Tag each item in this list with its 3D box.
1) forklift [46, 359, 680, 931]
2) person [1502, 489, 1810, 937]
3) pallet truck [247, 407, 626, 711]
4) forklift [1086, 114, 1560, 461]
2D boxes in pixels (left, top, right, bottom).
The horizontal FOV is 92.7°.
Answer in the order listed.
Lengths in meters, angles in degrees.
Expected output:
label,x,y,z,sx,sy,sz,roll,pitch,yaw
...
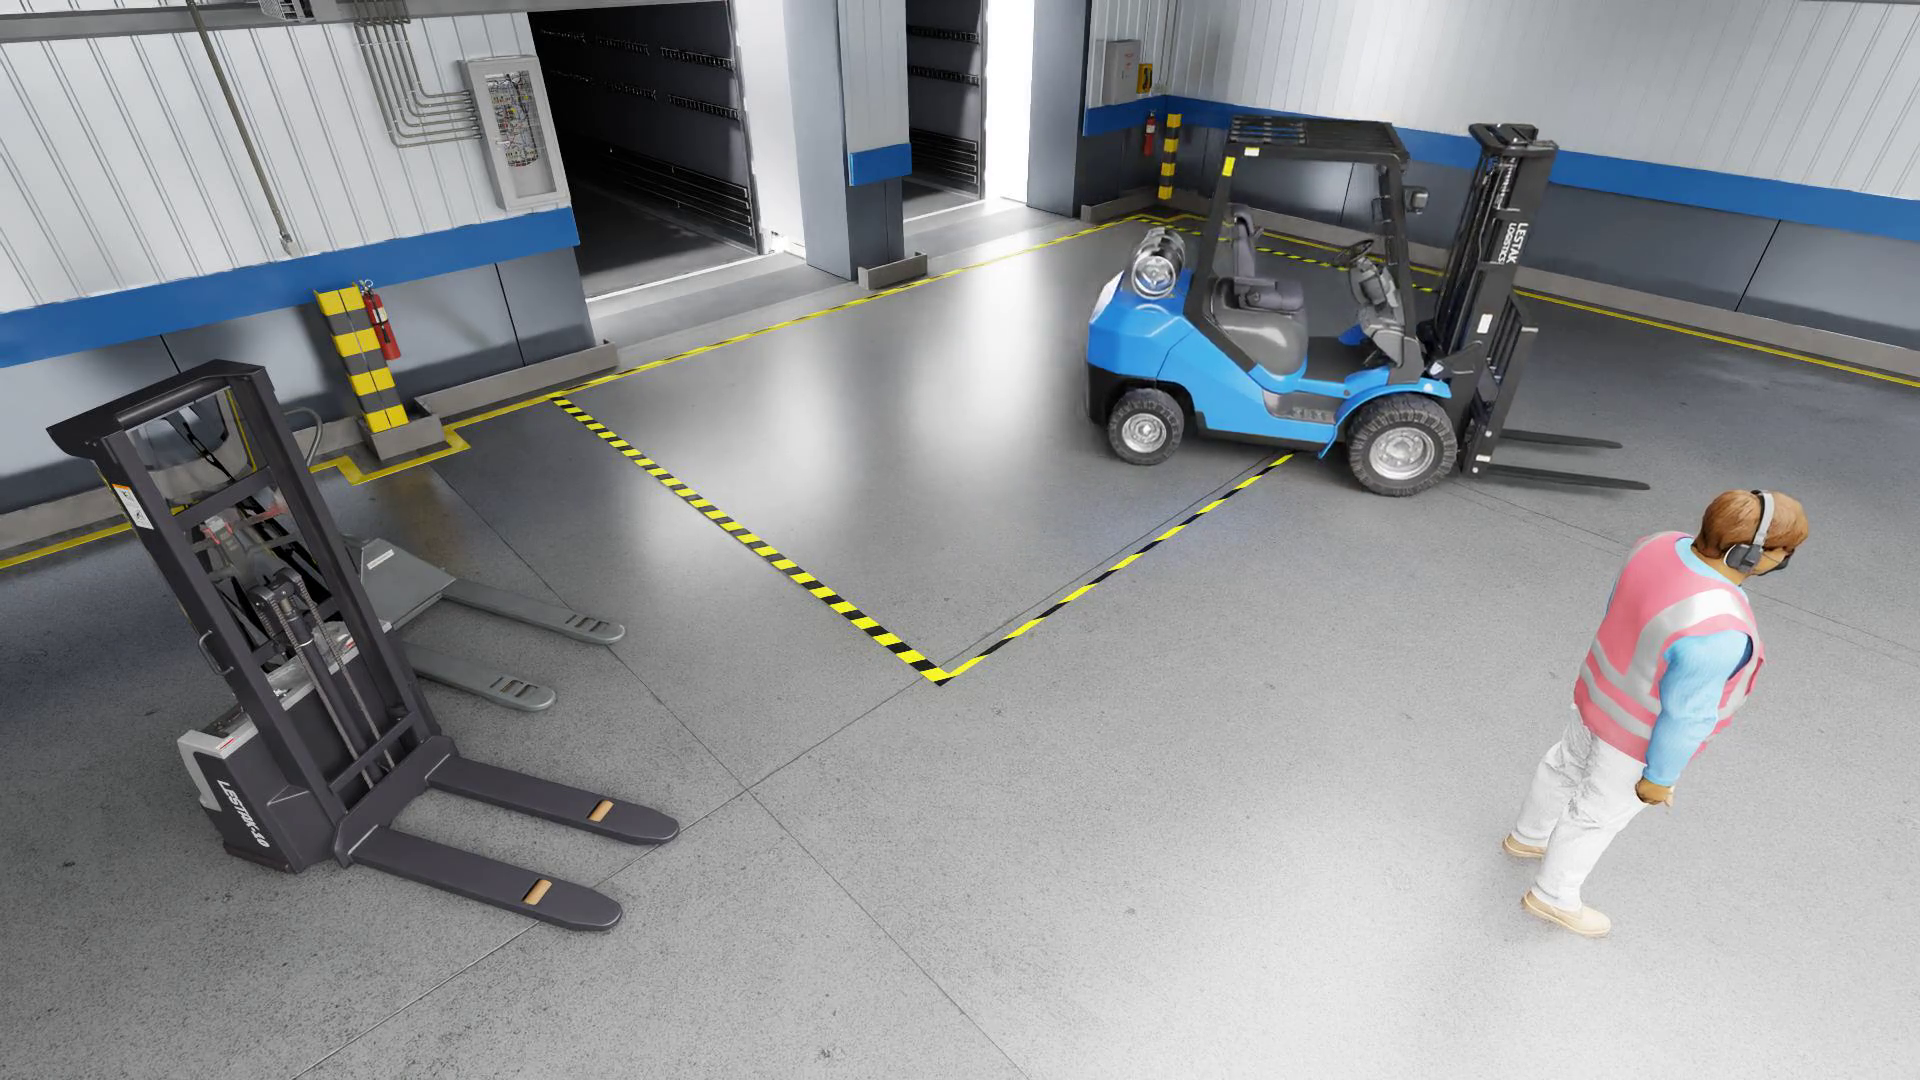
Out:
label,x,y,z,sx,sy,sz,roll,pitch,yaw
forklift,-2.135,0.422,3.354,1.885,1.965,0.823,10,35,14
person,2.366,0.625,3.192,0.429,1.843,0.624,8,35,12
pallet truck,-2.628,0.038,4.590,1.601,1.201,0.680,12,36,18
forklift,2.277,-1.713,6.177,2.680,2.036,1.157,9,35,13
